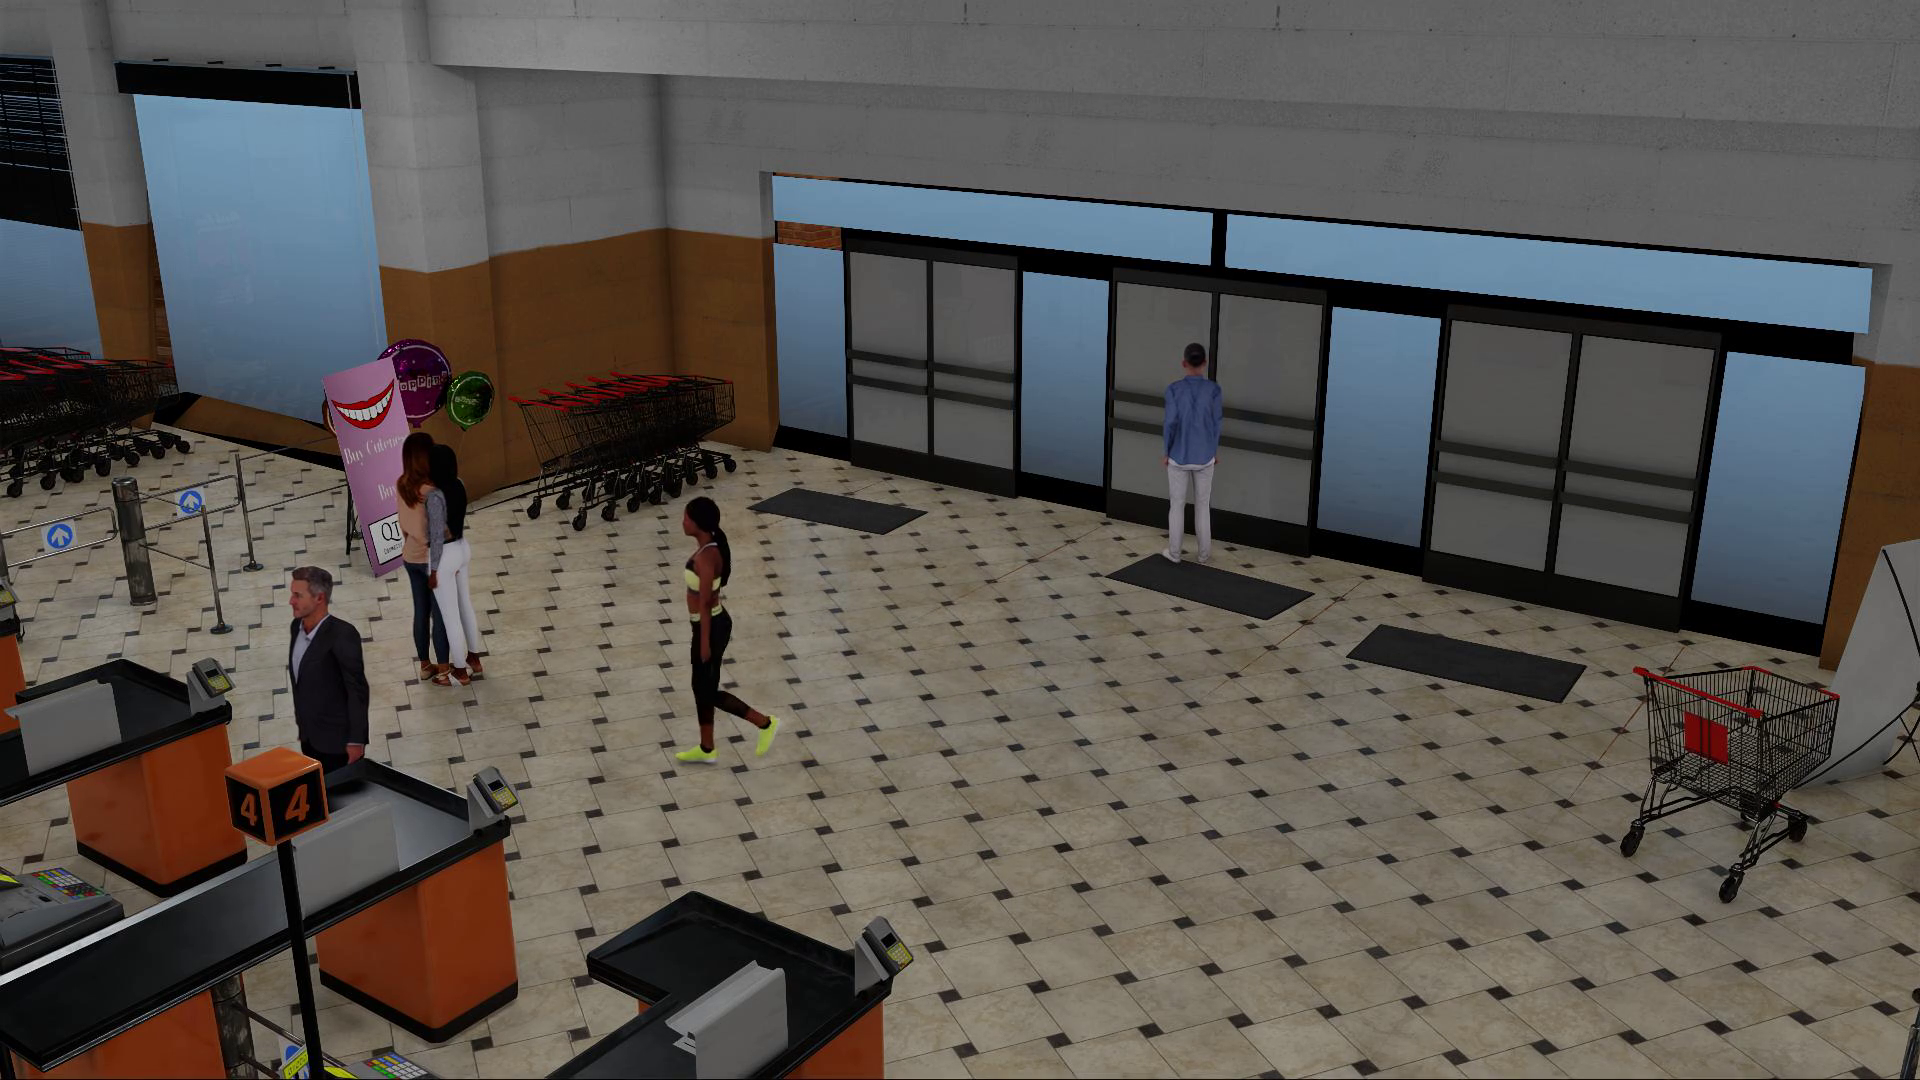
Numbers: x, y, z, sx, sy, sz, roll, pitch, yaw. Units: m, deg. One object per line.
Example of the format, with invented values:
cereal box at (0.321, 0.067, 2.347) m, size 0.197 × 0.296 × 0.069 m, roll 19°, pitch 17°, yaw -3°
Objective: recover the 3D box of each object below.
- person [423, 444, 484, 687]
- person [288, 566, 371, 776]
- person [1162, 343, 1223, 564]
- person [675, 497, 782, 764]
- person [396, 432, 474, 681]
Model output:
person at (-3.537, 0.159, 11.526) m, size 0.728 × 1.725 × 0.605 m, roll 3°, pitch 19°, yaw 9°
person at (-3.357, 1.000, 8.850) m, size 0.720 × 1.841 × 0.574 m, roll 13°, pitch 23°, yaw 34°
person at (1.930, -0.719, 13.875) m, size 0.741 × 1.887 × 0.776 m, roll -1°, pitch 19°, yaw -3°
person at (-1.453, 0.589, 10.230) m, size 0.951 × 1.737 × 0.931 m, roll -1°, pitch 19°, yaw -3°
person at (-3.694, 0.126, 11.518) m, size 0.584 × 1.792 × 0.518 m, roll 12°, pitch 22°, yaw 32°
